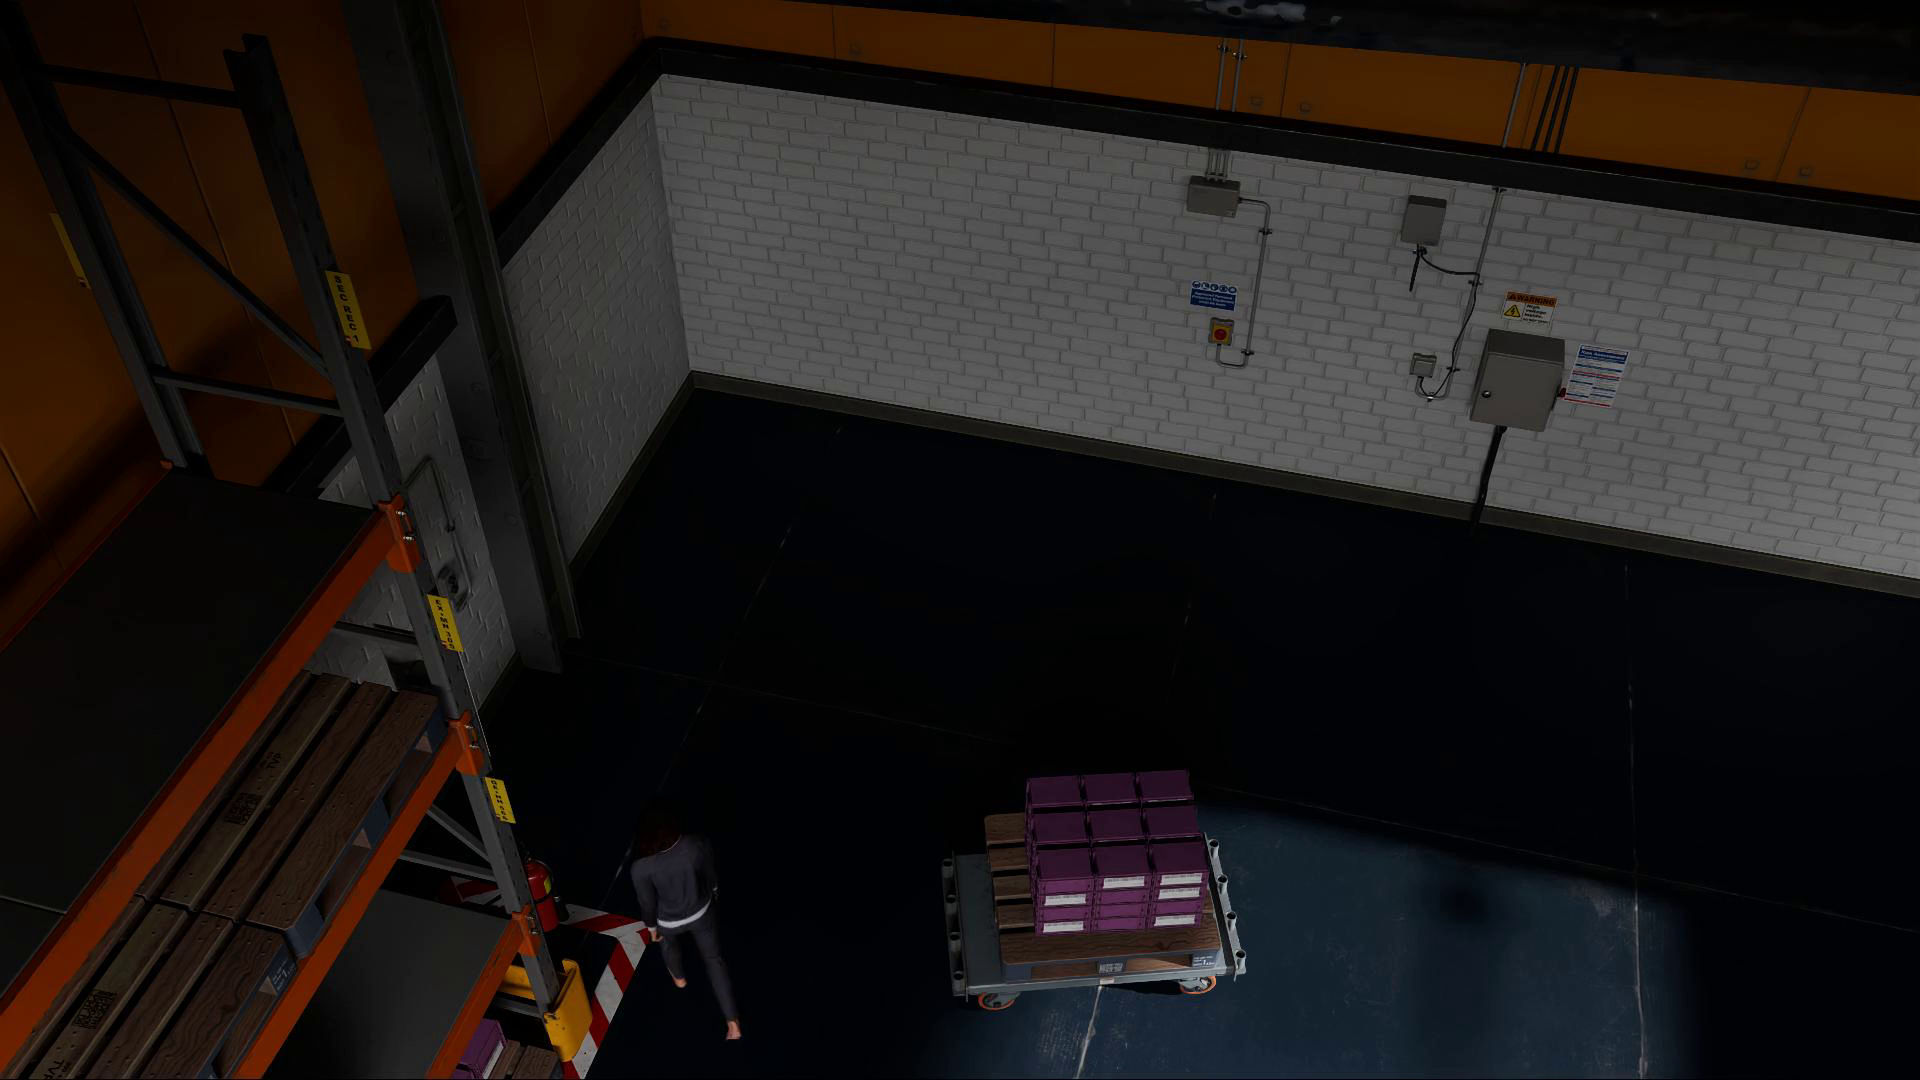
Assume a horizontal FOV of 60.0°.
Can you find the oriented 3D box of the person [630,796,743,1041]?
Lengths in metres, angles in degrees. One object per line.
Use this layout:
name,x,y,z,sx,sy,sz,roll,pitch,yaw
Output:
person,-1.443,2.036,8.867,1.034,1.746,1.126,-19,47,-19
